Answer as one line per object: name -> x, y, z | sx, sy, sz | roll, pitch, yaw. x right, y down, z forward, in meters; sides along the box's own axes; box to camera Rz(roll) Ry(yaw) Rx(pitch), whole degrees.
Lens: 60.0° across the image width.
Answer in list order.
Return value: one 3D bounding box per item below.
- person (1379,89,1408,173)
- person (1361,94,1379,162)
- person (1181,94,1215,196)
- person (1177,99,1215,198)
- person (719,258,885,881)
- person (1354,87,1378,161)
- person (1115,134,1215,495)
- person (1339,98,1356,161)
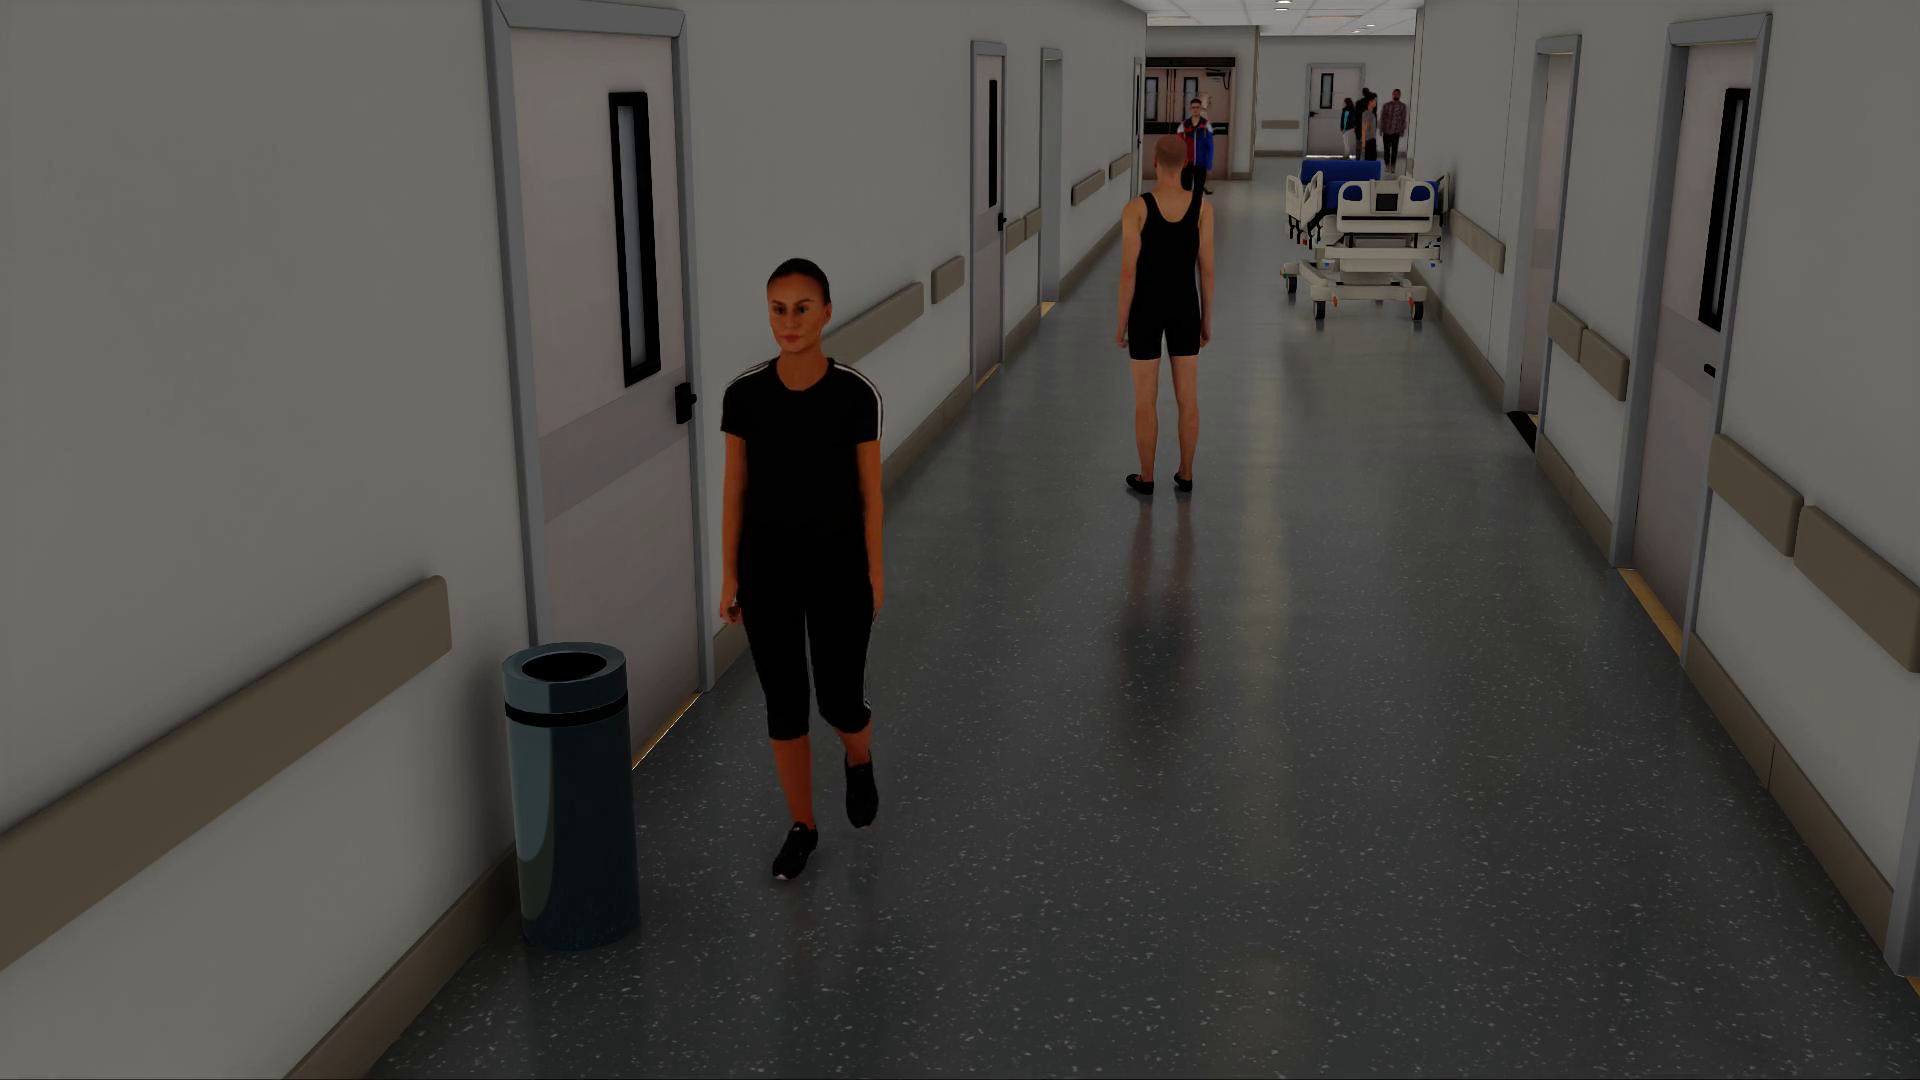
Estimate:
person -> 9.236, -8.739, 35.585 | 1.111, 1.742, 0.859 | 5, 17, 17
person -> 7.636, -7.532, 31.359 | 0.675, 1.711, 0.674 | 8, 17, 25
person -> 4.151, -6.893, 29.055 | 0.922, 1.732, 0.629 | 1, 16, 3
person -> 3.209, -5.096, 22.724 | 1.153, 1.708, 0.767 | 2, 16, 6
person -> -0.403, 0.066, 4.504 | 0.619, 1.661, 0.638 | 3, 16, 11
person -> 9.337, -9.536, 38.375 | 0.471, 1.761, 0.691 | 3, 16, 9
person -> 1.049, -1.146, 8.518 | 0.573, 1.815, 0.770 | -3, 16, -10
person -> 9.530, -10.119, 40.928 | 0.616, 1.498, 0.597 | 6, 17, 19
